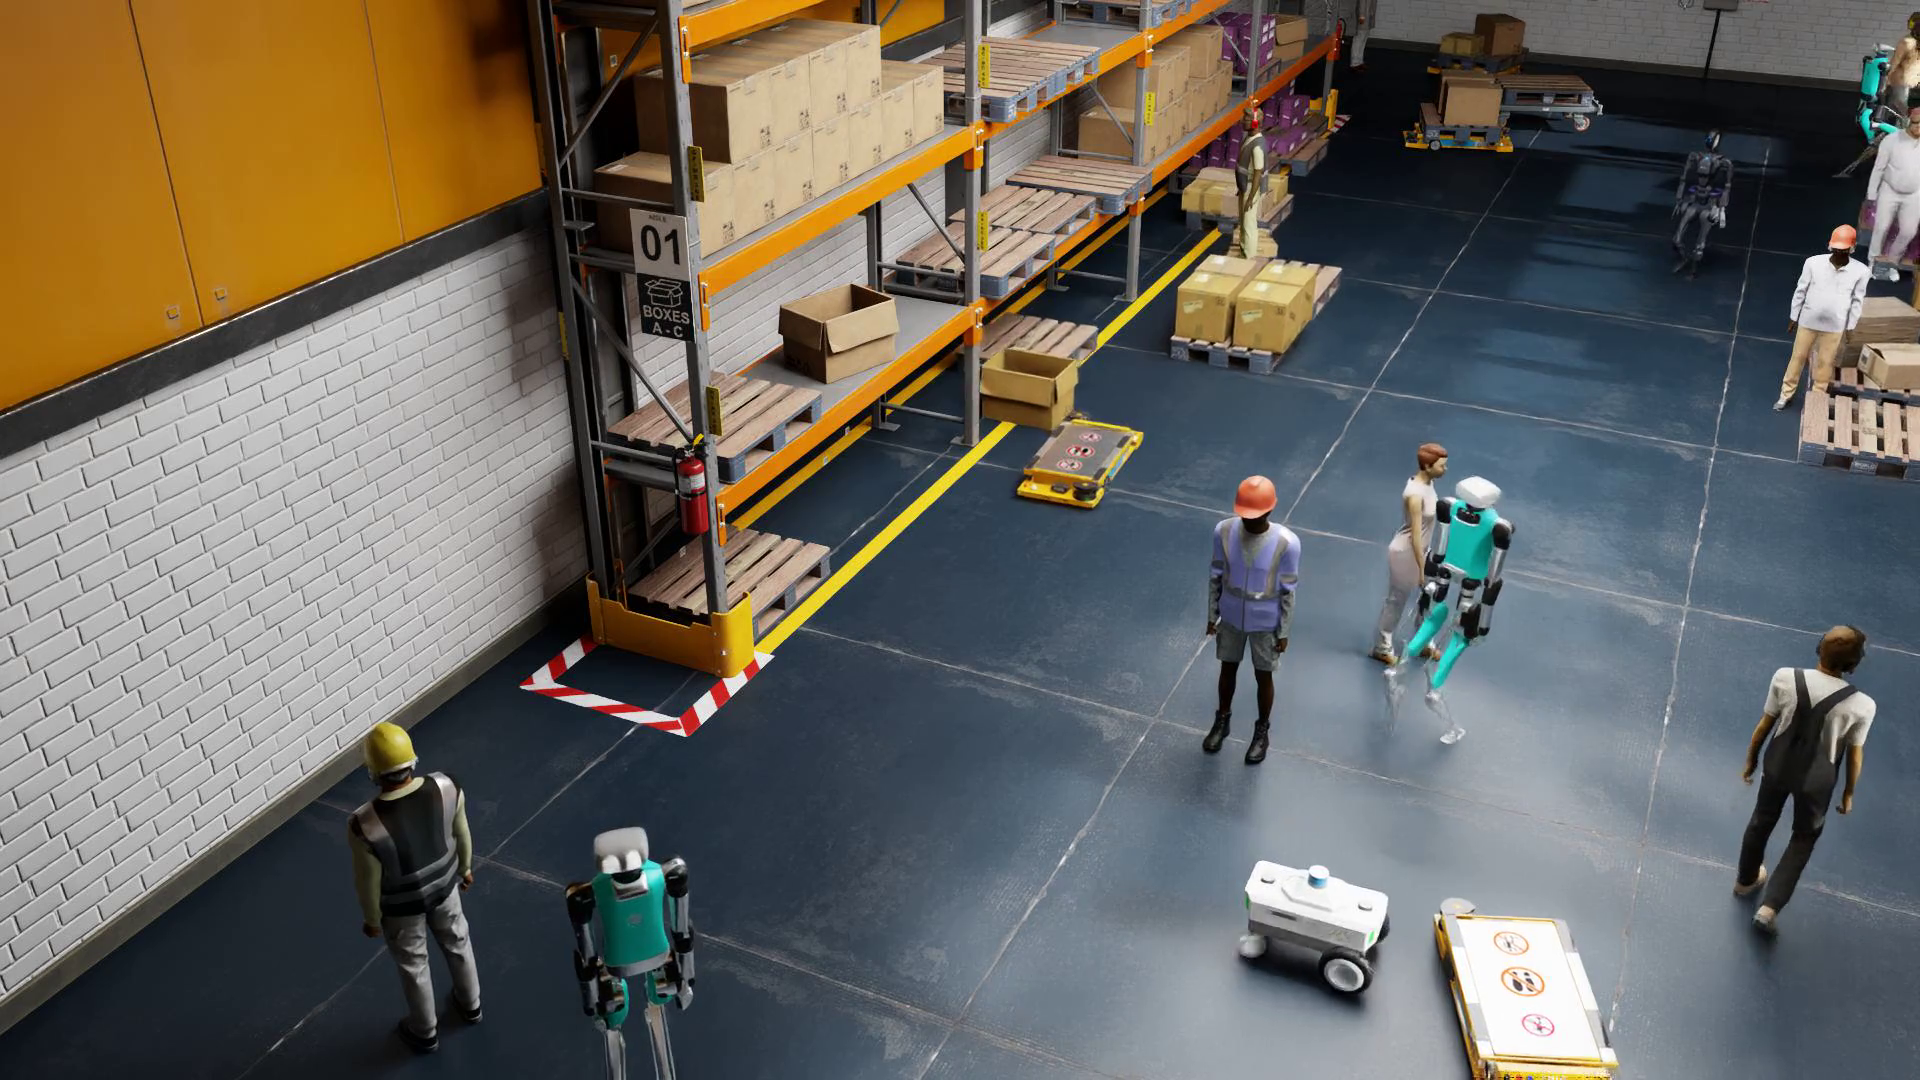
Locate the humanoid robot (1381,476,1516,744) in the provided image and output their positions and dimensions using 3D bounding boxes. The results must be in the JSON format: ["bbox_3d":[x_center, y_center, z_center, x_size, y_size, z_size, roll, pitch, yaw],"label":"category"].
[{"bbox_3d":[2.915,0.532,10.270,0.777,1.820,0.546,-20,34,-32],"label":"humanoid robot"}]

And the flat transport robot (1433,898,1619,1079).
[{"bbox_3d":[2.837,2.359,8.354,0.659,0.231,1.431,2,28,4],"label":"flat transport robot"}]

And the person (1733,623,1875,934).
[{"bbox_3d":[4.417,1.255,8.762,0.535,1.827,0.611,25,37,38],"label":"person"}]

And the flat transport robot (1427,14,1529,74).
[{"bbox_3d":[8.332,-7.567,26.760,1.431,0.231,0.659,22,35,35],"label":"flat transport robot"}]

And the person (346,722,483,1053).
[{"bbox_3d":[-2.621,1.662,7.999,0.404,1.830,0.599,24,36,37],"label":"person"}]

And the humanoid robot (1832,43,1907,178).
[{"bbox_3d":[11.949,-5.481,21.400,1.029,1.779,0.530,0,28,-1],"label":"humanoid robot"}]

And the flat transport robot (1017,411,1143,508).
[{"bbox_3d":[1.029,-0.683,13.995,0.659,0.231,1.431,11,30,19],"label":"flat transport robot"}]

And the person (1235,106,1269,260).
[{"bbox_3d":[3.153,-3.792,18.098,0.390,1.846,0.565,-1,28,-2],"label":"person"}]

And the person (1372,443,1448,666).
[{"bbox_3d":[3.092,0.143,11.011,0.593,1.641,0.461,16,32,27],"label":"person"}]

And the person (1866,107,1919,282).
[{"bbox_3d":[10.113,-3.697,17.878,0.667,1.886,0.526,9,30,17],"label":"person"}]

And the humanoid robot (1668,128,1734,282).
[{"bbox_3d":[8.001,-3.600,17.920,0.349,1.653,0.593,-25,37,-38],"label":"humanoid robot"}]

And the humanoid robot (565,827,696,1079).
[{"bbox_3d":[-1.505,1.953,7.587,0.531,1.804,0.694,-12,30,-21],"label":"humanoid robot"}]

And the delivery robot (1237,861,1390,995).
[{"bbox_3d":[1.869,1.971,8.748,0.753,0.571,0.499,12,31,22],"label":"delivery robot"}]

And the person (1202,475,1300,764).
[{"bbox_3d":[1.745,0.476,10.102,0.543,1.929,0.387,14,31,24],"label":"person"}]

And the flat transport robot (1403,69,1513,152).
[{"bbox_3d":[6.904,-5.580,23.075,1.431,0.231,0.659,5,29,9],"label":"flat transport robot"}]

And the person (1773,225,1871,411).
[{"bbox_3d":[7.667,-1.951,14.781,0.568,1.750,0.328,16,32,27],"label":"person"}]

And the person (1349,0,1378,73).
[{"bbox_3d":[6.579,-8.522,26.887,0.360,1.827,0.515,17,33,29],"label":"person"}]

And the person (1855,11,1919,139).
[{"bbox_3d":[12.889,-6.311,22.803,0.568,1.824,1.011,-13,31,-23],"label":"person"}]
